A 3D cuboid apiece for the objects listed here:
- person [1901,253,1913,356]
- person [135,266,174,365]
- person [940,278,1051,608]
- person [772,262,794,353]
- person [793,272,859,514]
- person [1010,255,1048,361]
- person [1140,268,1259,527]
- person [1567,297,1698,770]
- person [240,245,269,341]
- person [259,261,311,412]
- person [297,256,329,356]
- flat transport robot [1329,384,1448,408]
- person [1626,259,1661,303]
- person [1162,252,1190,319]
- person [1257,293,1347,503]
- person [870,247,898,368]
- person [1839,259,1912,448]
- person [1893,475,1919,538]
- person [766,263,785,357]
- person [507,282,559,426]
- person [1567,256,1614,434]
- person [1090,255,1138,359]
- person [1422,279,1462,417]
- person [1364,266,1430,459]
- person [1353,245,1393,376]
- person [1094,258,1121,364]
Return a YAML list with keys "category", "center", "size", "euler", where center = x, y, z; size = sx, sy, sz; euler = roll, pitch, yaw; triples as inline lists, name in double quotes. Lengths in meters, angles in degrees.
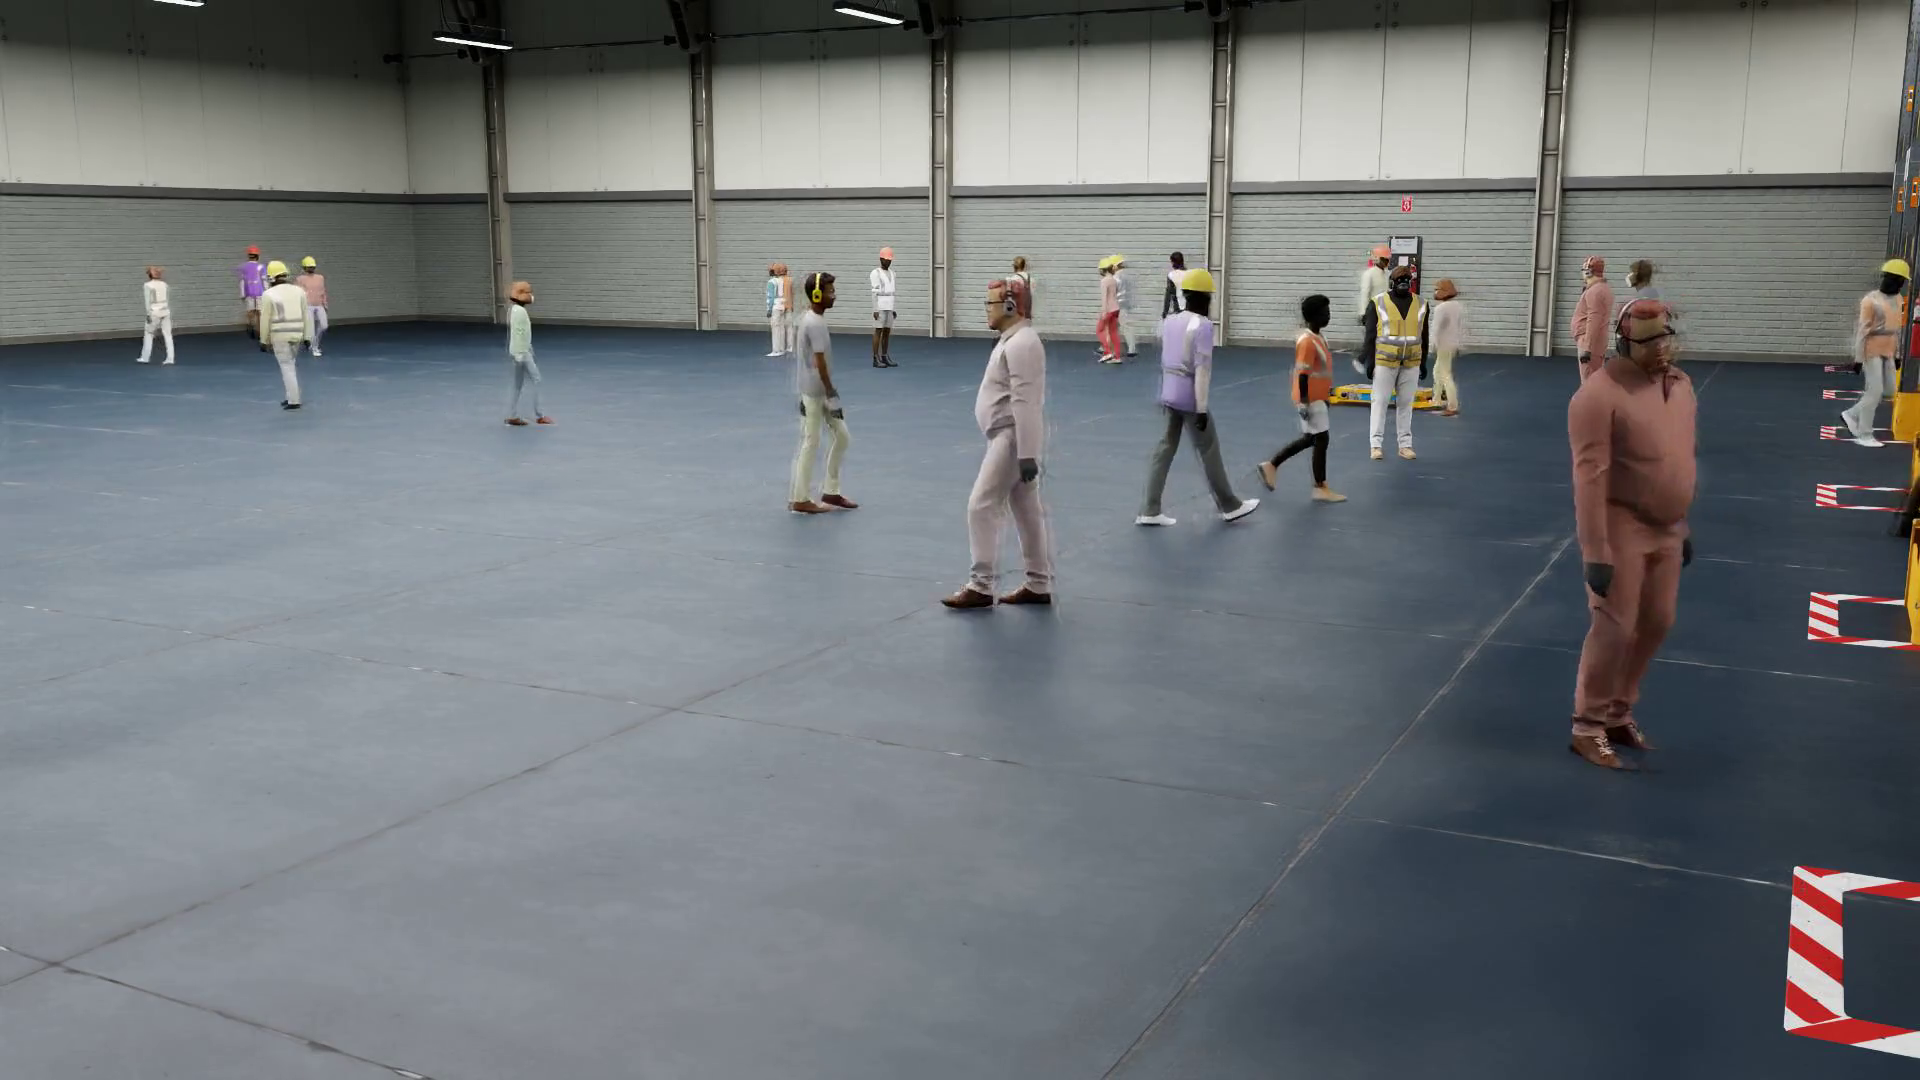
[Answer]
- category: "person"
  center: [13.017, -3.018, 23.012]
  size: [0.485, 1.887, 0.595]
  euler: [3, 11, 16]
- category: "person"
  center: [-13.320, -3.699, 27.456]
  size: [0.761, 1.605, 0.551]
  euler: [4, 11, 21]
- category: "person"
  center: [0.181, -0.541, 9.497]
  size: [0.777, 1.880, 0.681]
  euler: [0, 10, 1]
- category: "person"
  center: [-3.217, -4.196, 30.109]
  size: [0.306, 1.640, 0.522]
  euler: [10, 14, 44]
- category: "person"
  center: [-1.004, -1.101, 12.666]
  size: [0.658, 1.848, 0.523]
  euler: [0, 10, 1]
- category: "person"
  center: [1.051, -3.702, 26.971]
  size: [0.523, 1.817, 0.918]
  euler: [-10, 14, -43]
- category: "person"
  center: [1.741, -1.036, 12.218]
  size: [0.955, 1.880, 0.612]
  euler: [-6, 12, -28]
- category: "person"
  center: [2.730, -0.012, 6.711]
  size: [0.683, 1.897, 0.400]
  euler: [-6, 12, -32]
- category: "person"
  center: [-14.264, -5.000, 33.695]
  size: [0.567, 1.925, 0.424]
  euler: [0, 10, -1]
- category: "person"
  center: [-8.236, -2.460, 20.138]
  size: [0.655, 1.811, 0.610]
  euler: [6, 12, 29]
- category: "person"
  center: [-11.436, -4.123, 29.371]
  size: [0.393, 1.753, 0.552]
  euler: [8, 13, 38]
- category: "flat transport robot"
  center: [5.330, -1.811, 20.835]
  size: [1.431, 0.197, 0.652]
  euler: [7, 12, 33]
- category: "person"
  center: [6.864, -1.847, 16.601]
  size: [0.954, 1.909, 0.642]
  euler: [6, 12, 29]
- category: "person"
  center: [3.649, -3.777, 27.237]
  size: [0.602, 1.868, 0.862]
  euler: [-9, 14, -41]
- category: "person"
  center: [2.772, -1.144, 13.372]
  size: [0.691, 1.673, 0.538]
  euler: [3, 11, 18]
- category: "person"
  center: [-1.207, -3.755, 26.897]
  size: [0.375, 1.934, 0.547]
  euler: [7, 13, 35]
- category: "person"
  center: [9.287, -1.903, 16.901]
  size: [0.626, 1.896, 0.520]
  euler: [-6, 12, -30]
- category: "person"
  center: [7.063, -0.898, 11.473]
  size: [1.019, 1.875, 0.553]
  euler: [4, 11, 21]
- category: "person"
  center: [-3.250, -4.051, 29.315]
  size: [0.307, 1.641, 0.511]
  euler: [3, 11, 15]
- category: "person"
  center: [-4.791, -2.070, 18.595]
  size: [0.694, 1.607, 0.519]
  euler: [-3, 11, -14]
- category: "person"
  center: [6.760, -2.084, 17.871]
  size: [0.403, 1.903, 0.652]
  euler: [6, 12, 29]
- category: "person"
  center: [2.671, -4.019, 28.753]
  size: [0.927, 1.769, 0.617]
  euler: [4, 11, 19]
- category: "person"
  center: [5.651, -2.265, 19.628]
  size: [0.652, 1.604, 0.536]
  euler: [10, 14, 44]
- category: "person"
  center: [4.174, -1.688, 15.883]
  size: [0.626, 1.844, 0.429]
  euler: [-1, 10, -4]
- category: "person"
  center: [6.257, -3.409, 24.909]
  size: [0.619, 1.980, 0.455]
  euler: [-9, 14, -41]
- category: "person"
  center: [2.452, -3.778, 27.537]
  size: [0.479, 1.740, 0.585]
  euler: [6, 12, 30]
